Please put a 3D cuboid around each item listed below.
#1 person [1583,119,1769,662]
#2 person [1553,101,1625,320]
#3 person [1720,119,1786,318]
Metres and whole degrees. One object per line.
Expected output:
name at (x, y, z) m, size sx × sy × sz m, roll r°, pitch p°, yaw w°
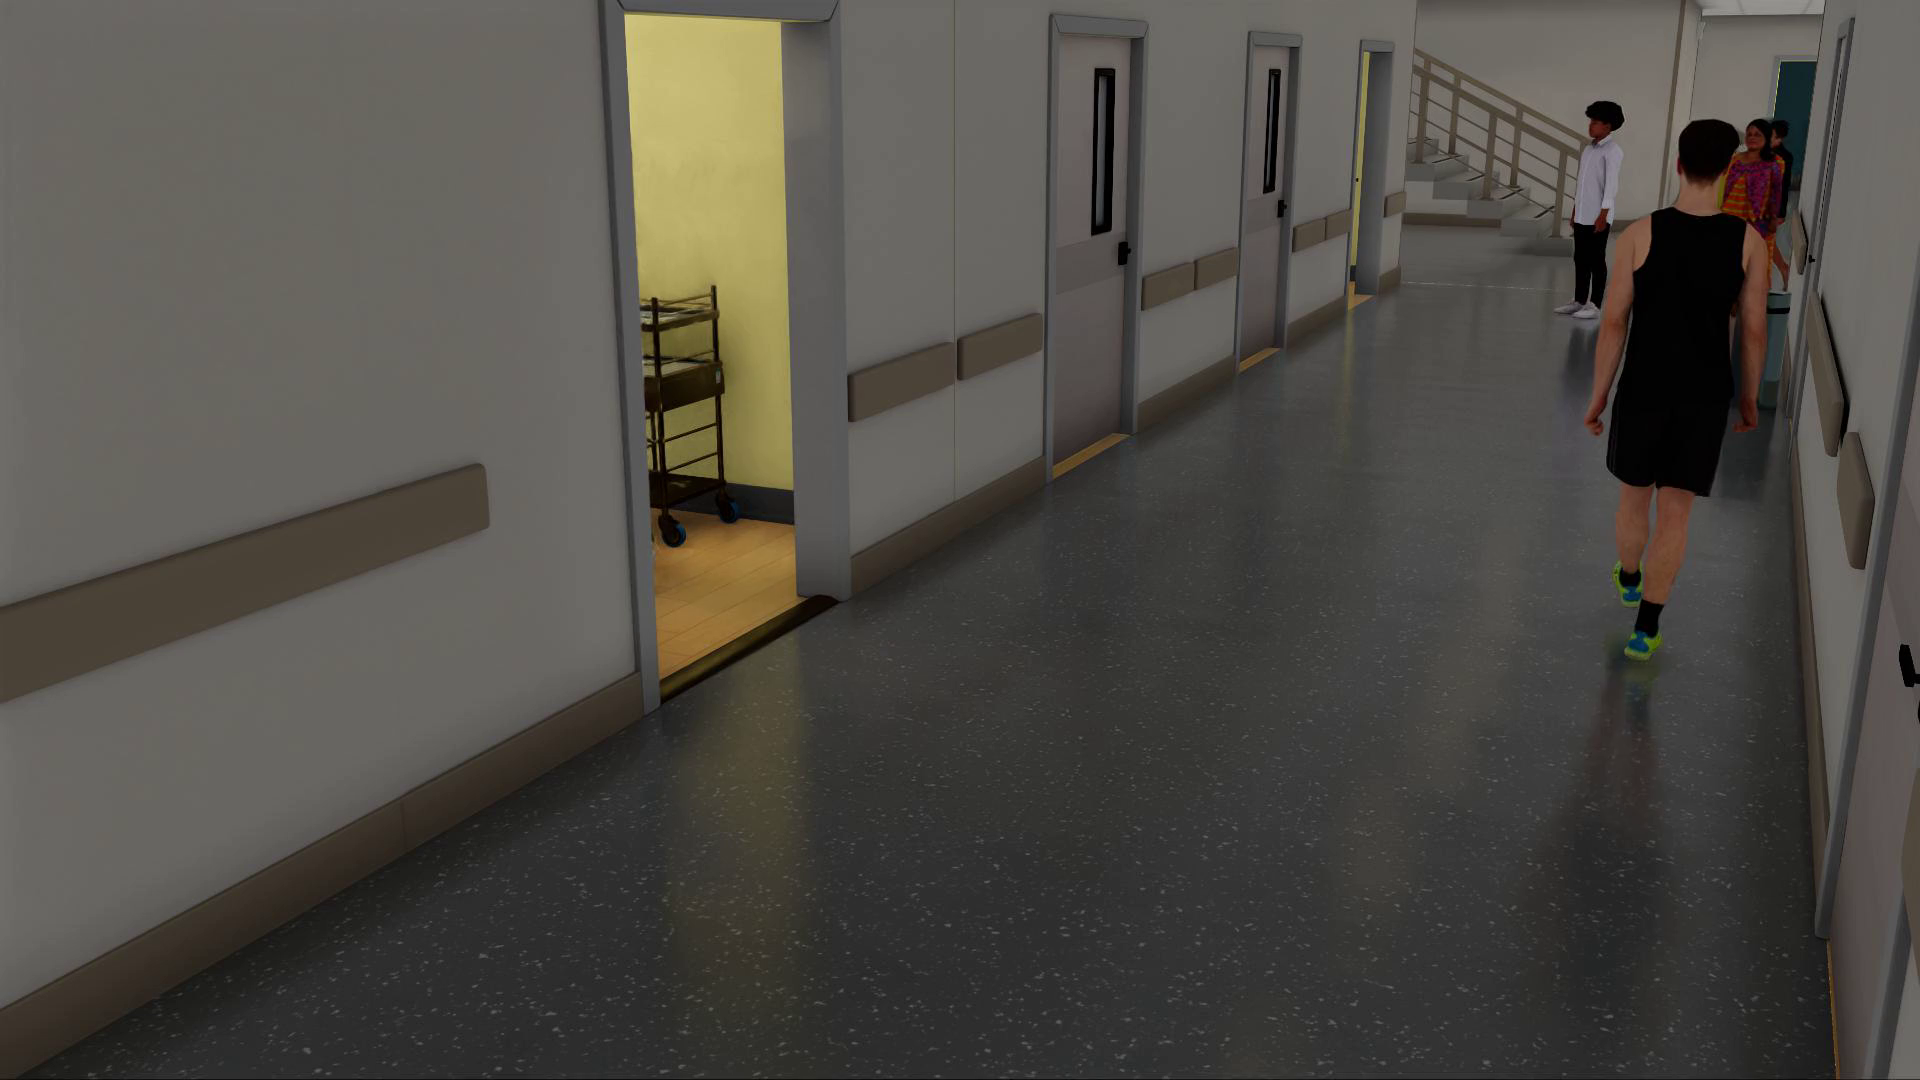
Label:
person at (2.481, -0.479, 5.801) m, size 0.977 × 1.858 × 0.766 m, roll 7°, pitch 17°, yaw 24°
person at (5.386, -2.800, 14.122) m, size 0.766 × 1.810 × 0.725 m, roll -4°, pitch 16°, yaw -13°
person at (6.820, -2.778, 14.304) m, size 1.121 × 1.668 × 0.906 m, roll 13°, pitch 20°, yaw 39°
